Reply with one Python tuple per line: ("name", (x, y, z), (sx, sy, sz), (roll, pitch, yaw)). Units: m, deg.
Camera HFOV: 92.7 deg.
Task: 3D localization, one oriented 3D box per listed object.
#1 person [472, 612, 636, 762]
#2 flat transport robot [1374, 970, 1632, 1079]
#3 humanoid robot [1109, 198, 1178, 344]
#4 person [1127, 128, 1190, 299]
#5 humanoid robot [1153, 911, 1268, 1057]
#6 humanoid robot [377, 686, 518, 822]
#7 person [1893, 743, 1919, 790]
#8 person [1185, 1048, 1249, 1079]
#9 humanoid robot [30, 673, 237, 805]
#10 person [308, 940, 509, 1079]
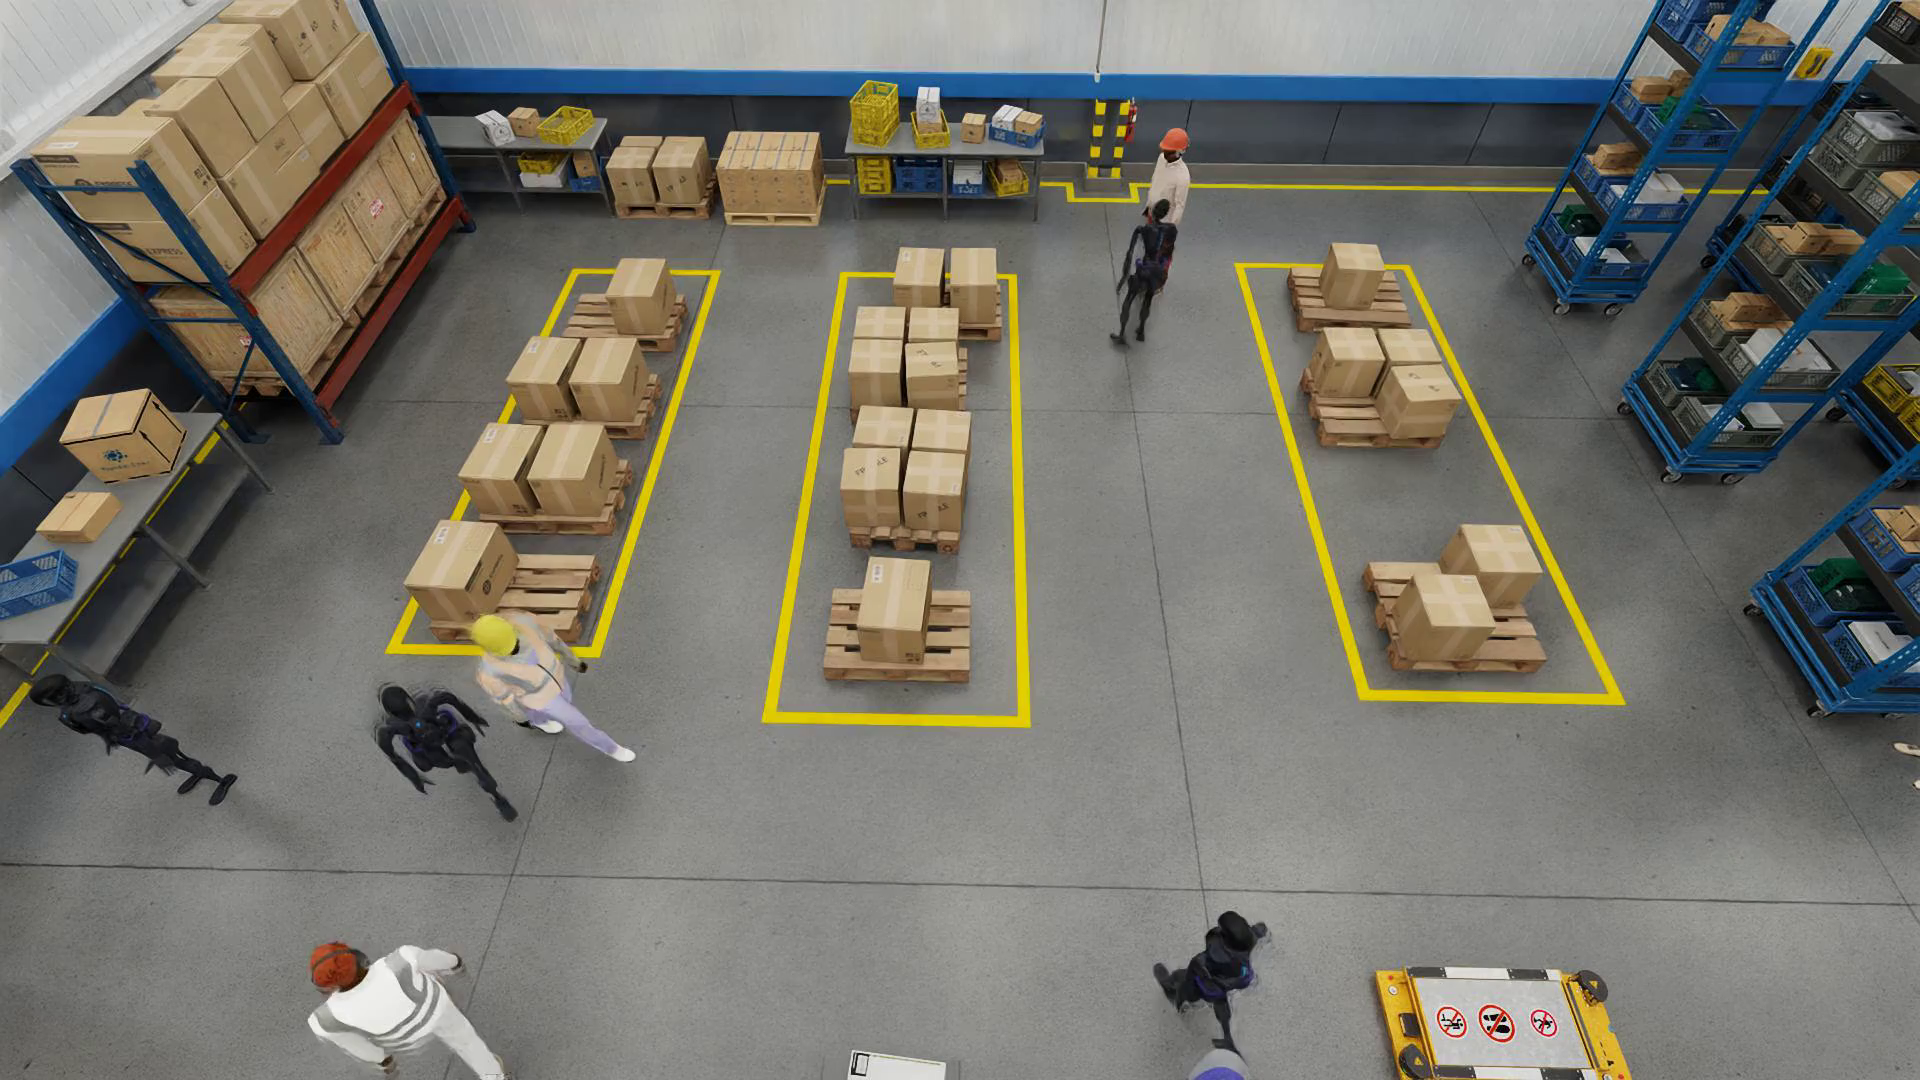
("person", (-3.019, 1.042, 6.596), (0.905, 1.872, 0.598), (9, 51, 7))
("flat transport robot", (3.501, 3.133, 5.914), (1.431, 0.197, 0.652), (1, 51, 1))
("humanoid robot", (2.025, -2.915, 9.962), (0.657, 1.622, 0.417), (-14, 52, -11))
("person", (2.282, -3.684, 10.375), (0.376, 1.997, 0.610), (-17, 53, -14))
("humanoid robot", (1.562, 2.626, 5.452), (0.582, 1.638, 0.654), (-15, 52, -12))
("humanoid robot", (-3.689, 1.406, 6.470), (0.595, 1.635, 0.795), (-35, 59, -25))
("person", (7.517, 1.267, 6.486), (0.322, 1.769, 0.523), (10, 51, 8))
("person", (1.279, 3.149, 4.777), (0.536, 2.000, 0.683), (26, 55, 20))
("humanoid robot", (-5.777, 1.404, 6.426), (0.602, 1.653, 0.315), (17, 53, 13))
("person", (-3.171, 2.675, 5.294), (0.593, 1.829, 0.982), (-34, 58, -24))
